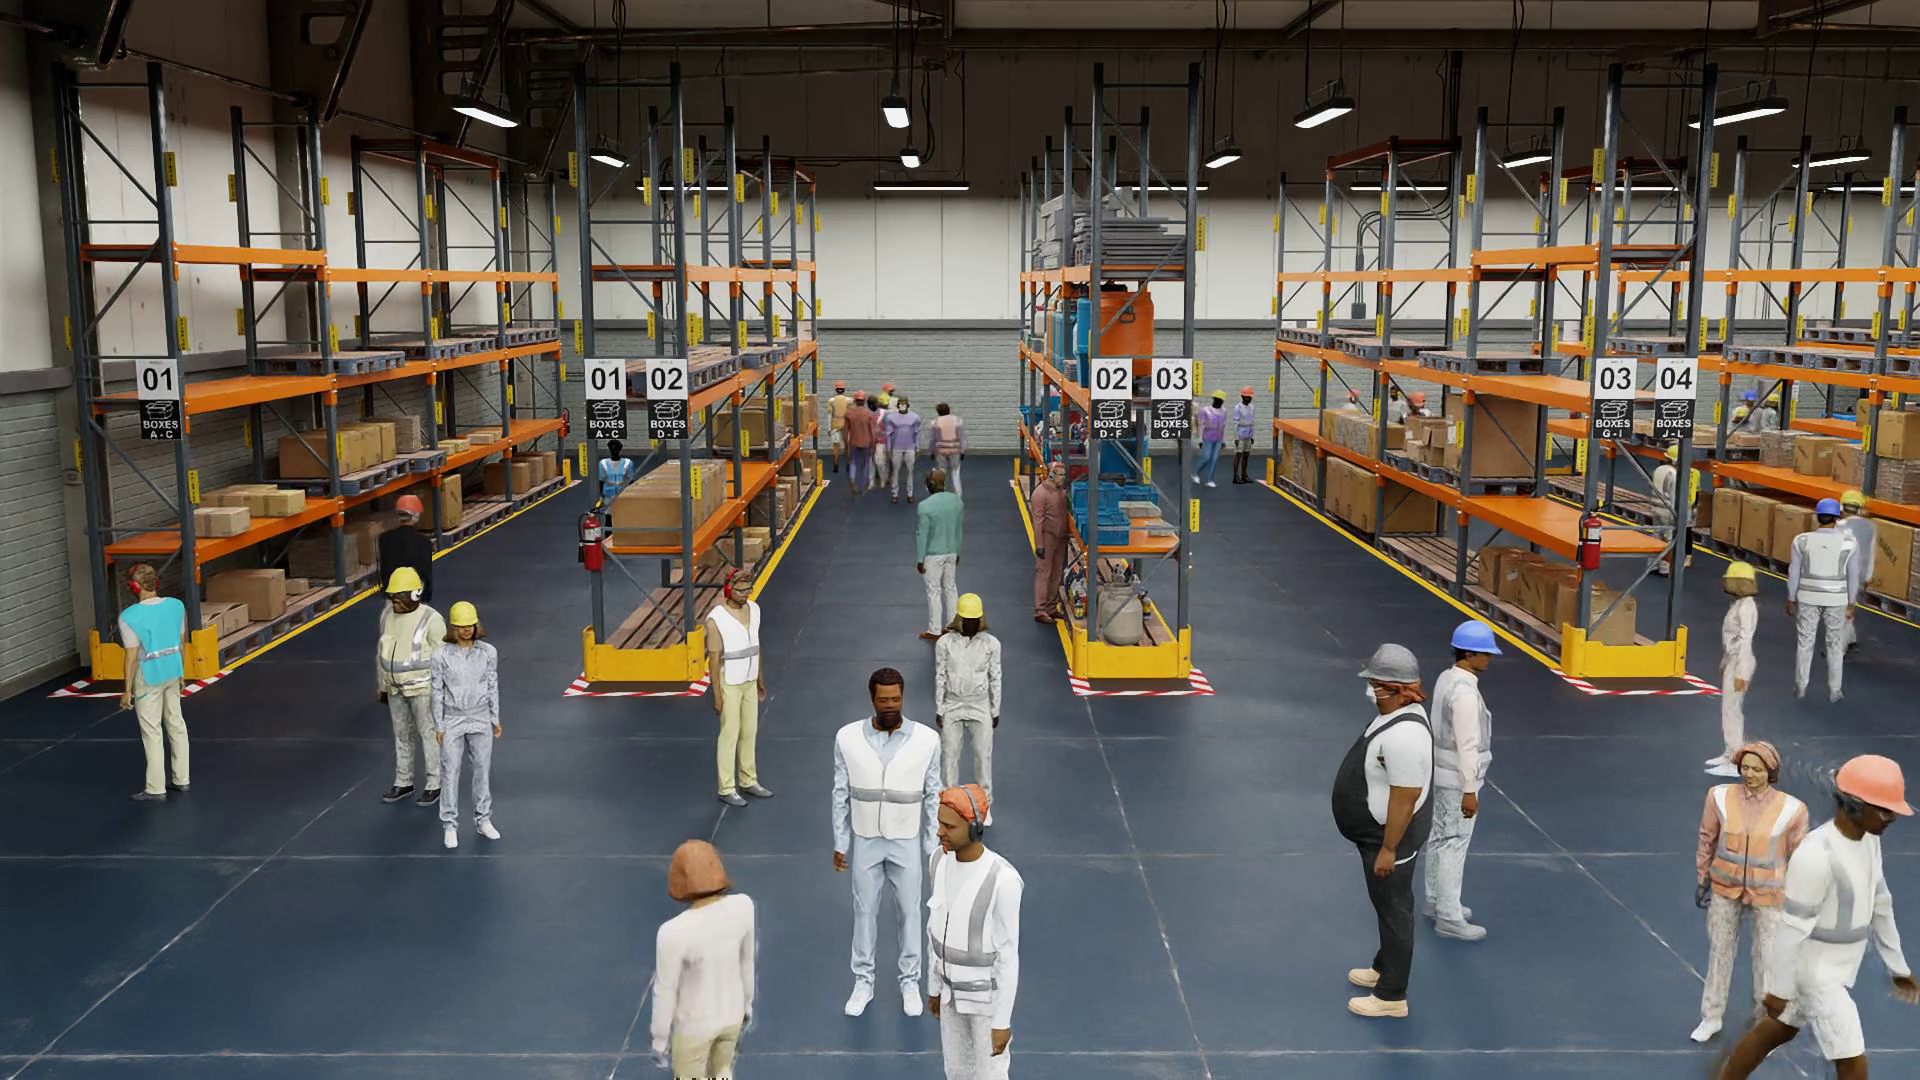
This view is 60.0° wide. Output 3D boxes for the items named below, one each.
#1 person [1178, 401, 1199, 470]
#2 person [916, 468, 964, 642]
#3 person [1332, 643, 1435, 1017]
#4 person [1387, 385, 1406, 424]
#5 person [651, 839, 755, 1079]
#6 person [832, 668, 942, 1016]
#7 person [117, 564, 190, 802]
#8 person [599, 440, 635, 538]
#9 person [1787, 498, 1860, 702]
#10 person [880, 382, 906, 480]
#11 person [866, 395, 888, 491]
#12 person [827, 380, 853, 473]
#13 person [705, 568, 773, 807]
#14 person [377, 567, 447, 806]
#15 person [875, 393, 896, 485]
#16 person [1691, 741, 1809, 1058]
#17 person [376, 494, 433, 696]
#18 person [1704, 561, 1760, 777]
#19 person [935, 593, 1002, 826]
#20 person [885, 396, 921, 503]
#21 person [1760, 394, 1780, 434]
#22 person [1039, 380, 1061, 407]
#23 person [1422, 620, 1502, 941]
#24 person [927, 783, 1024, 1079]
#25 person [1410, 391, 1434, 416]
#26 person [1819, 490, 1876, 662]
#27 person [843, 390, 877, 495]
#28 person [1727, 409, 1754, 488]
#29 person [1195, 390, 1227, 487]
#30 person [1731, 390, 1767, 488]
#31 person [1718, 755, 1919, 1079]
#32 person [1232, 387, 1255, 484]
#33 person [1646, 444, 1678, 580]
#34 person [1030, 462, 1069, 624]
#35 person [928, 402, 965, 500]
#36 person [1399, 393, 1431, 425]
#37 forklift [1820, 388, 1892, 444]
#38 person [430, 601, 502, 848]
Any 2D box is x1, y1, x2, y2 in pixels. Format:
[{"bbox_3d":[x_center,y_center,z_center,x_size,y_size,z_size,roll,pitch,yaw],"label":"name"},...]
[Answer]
[{"bbox_3d":[4.736,-2.303,34.721,0.526,1.802,0.914,3,9,21],"label":"person"},{"bbox_3d":[-0.231,0.171,18.410,0.636,1.929,0.379,-8,12,-41],"label":"person"},{"bbox_3d":[2.302,1.563,9.089,0.536,2.000,0.675,2,9,15],"label":"person"},{"bbox_3d":[8.974,-2.266,34.332,0.336,1.858,0.503,-7,11,-36],"label":"person"},{"bbox_3d":[-1.086,2.073,7.126,0.383,1.617,0.522,9,12,44],"label":"person"},{"bbox_3d":[-0.397,1.630,9.063,0.600,1.917,0.371,0,9,2],"label":"person"},{"bbox_3d":[-6.164,1.095,12.748,0.390,1.838,0.563,4,10,22],"label":"person"},{"bbox_3d":[-5.037,-0.643,24.374,0.533,1.697,0.317,-1,9,-9],"label":"person"},{"bbox_3d":[8.196,0.570,15.814,0.603,1.936,0.410,5,10,28],"label":"person"},{"bbox_3d":[-1.373,-2.187,33.401,0.468,1.974,0.626,8,12,41],"label":"person"},{"bbox_3d":[-1.661,-1.843,31.690,0.630,1.826,0.455,4,10,23],"label":"person"},{"bbox_3d":[-2.486,-2.362,34.677,0.552,1.932,0.377,-1,9,-7],"label":"person"},{"bbox_3d":[-1.711,1.112,12.677,0.410,1.830,0.573,5,10,30],"label":"person"},{"bbox_3d":[-4.189,1.110,12.671,0.600,1.832,0.404,3,9,21],"label":"person"},{"bbox_3d":[-1.517,-2.004,32.789,0.590,1.801,0.746,-5,10,-30],"label":"person"},{"bbox_3d":[4.080,1.837,8.610,0.523,1.640,0.306,7,11,36],"label":"person"},{"bbox_3d":[-5.355,0.534,16.048,0.608,1.950,1.022,2,9,11],"label":"person"},{"bbox_3d":[6.283,1.036,13.489,0.314,1.742,0.512,3,9,20],"label":"person"},{"bbox_3d":[0.061,1.239,12.162,0.486,1.738,0.320,0,9,2],"label":"person"},{"bbox_3d":[-1.020,-1.626,29.929,0.638,1.938,0.356,-1,9,-8],"label":"person"},{"bbox_3d":[16.343,-2.089,33.579,0.320,1.731,0.489,0,9,-2],"label":"person"},{"bbox_3d":[2.069,-2.722,36.654,0.674,2.000,0.535,0,9,3],"label":"person"},{"bbox_3d":[3.057,1.444,10.158,0.405,1.943,0.613,1,9,4],"label":"person"},{"bbox_3d":[0.047,1.953,7.113,0.357,1.879,0.574,-7,11,-37],"label":"person"},{"bbox_3d":[8.609,-1.828,31.271,0.545,1.929,0.390,-4,10,-22],"label":"person"},{"bbox_3d":[9.270,0.380,17.431,0.615,1.808,0.419,-5,10,-27],"label":"person"},{"bbox_3d":[-1.856,-1.800,30.919,0.624,1.975,0.578,1,9,8],"label":"person"},{"bbox_3d":[14.032,-1.513,29.959,0.503,1.689,0.888,3,9,16],"label":"person"},{"bbox_3d":[4.909,-1.974,32.327,0.599,1.888,0.474,-5,10,-27],"label":"person"},{"bbox_3d":[15.031,-1.885,31.651,0.609,1.928,0.612,1,9,5],"label":"person"},{"bbox_3d":[3.807,1.879,7.330,1.095,1.979,0.631,8,12,43],"label":"person"},{"bbox_3d":[5.612,-2.054,32.734,0.545,1.929,0.393,-7,12,-40],"label":"person"},{"bbox_3d":[9.481,-0.375,22.281,0.406,1.821,0.605,-1,9,-6],"label":"person"},{"bbox_3d":[1.087,0.024,19.476,0.401,1.894,0.655,6,11,34],"label":"person"},{"bbox_3d":[-0.244,-1.577,30.063,0.666,1.805,0.447,-2,9,-12],"label":"person"},{"bbox_3d":[8.119,-1.643,29.807,0.610,2.015,0.783,-1,9,-9],"label":"person"},{"bbox_3d":[20.072,-3.110,36.462,1.873,2.768,1.129,0,9,0],"label":"forklift"},{"bbox_3d":[-3.489,1.292,11.784,0.484,1.745,0.298,-6,11,-33],"label":"person"}]
